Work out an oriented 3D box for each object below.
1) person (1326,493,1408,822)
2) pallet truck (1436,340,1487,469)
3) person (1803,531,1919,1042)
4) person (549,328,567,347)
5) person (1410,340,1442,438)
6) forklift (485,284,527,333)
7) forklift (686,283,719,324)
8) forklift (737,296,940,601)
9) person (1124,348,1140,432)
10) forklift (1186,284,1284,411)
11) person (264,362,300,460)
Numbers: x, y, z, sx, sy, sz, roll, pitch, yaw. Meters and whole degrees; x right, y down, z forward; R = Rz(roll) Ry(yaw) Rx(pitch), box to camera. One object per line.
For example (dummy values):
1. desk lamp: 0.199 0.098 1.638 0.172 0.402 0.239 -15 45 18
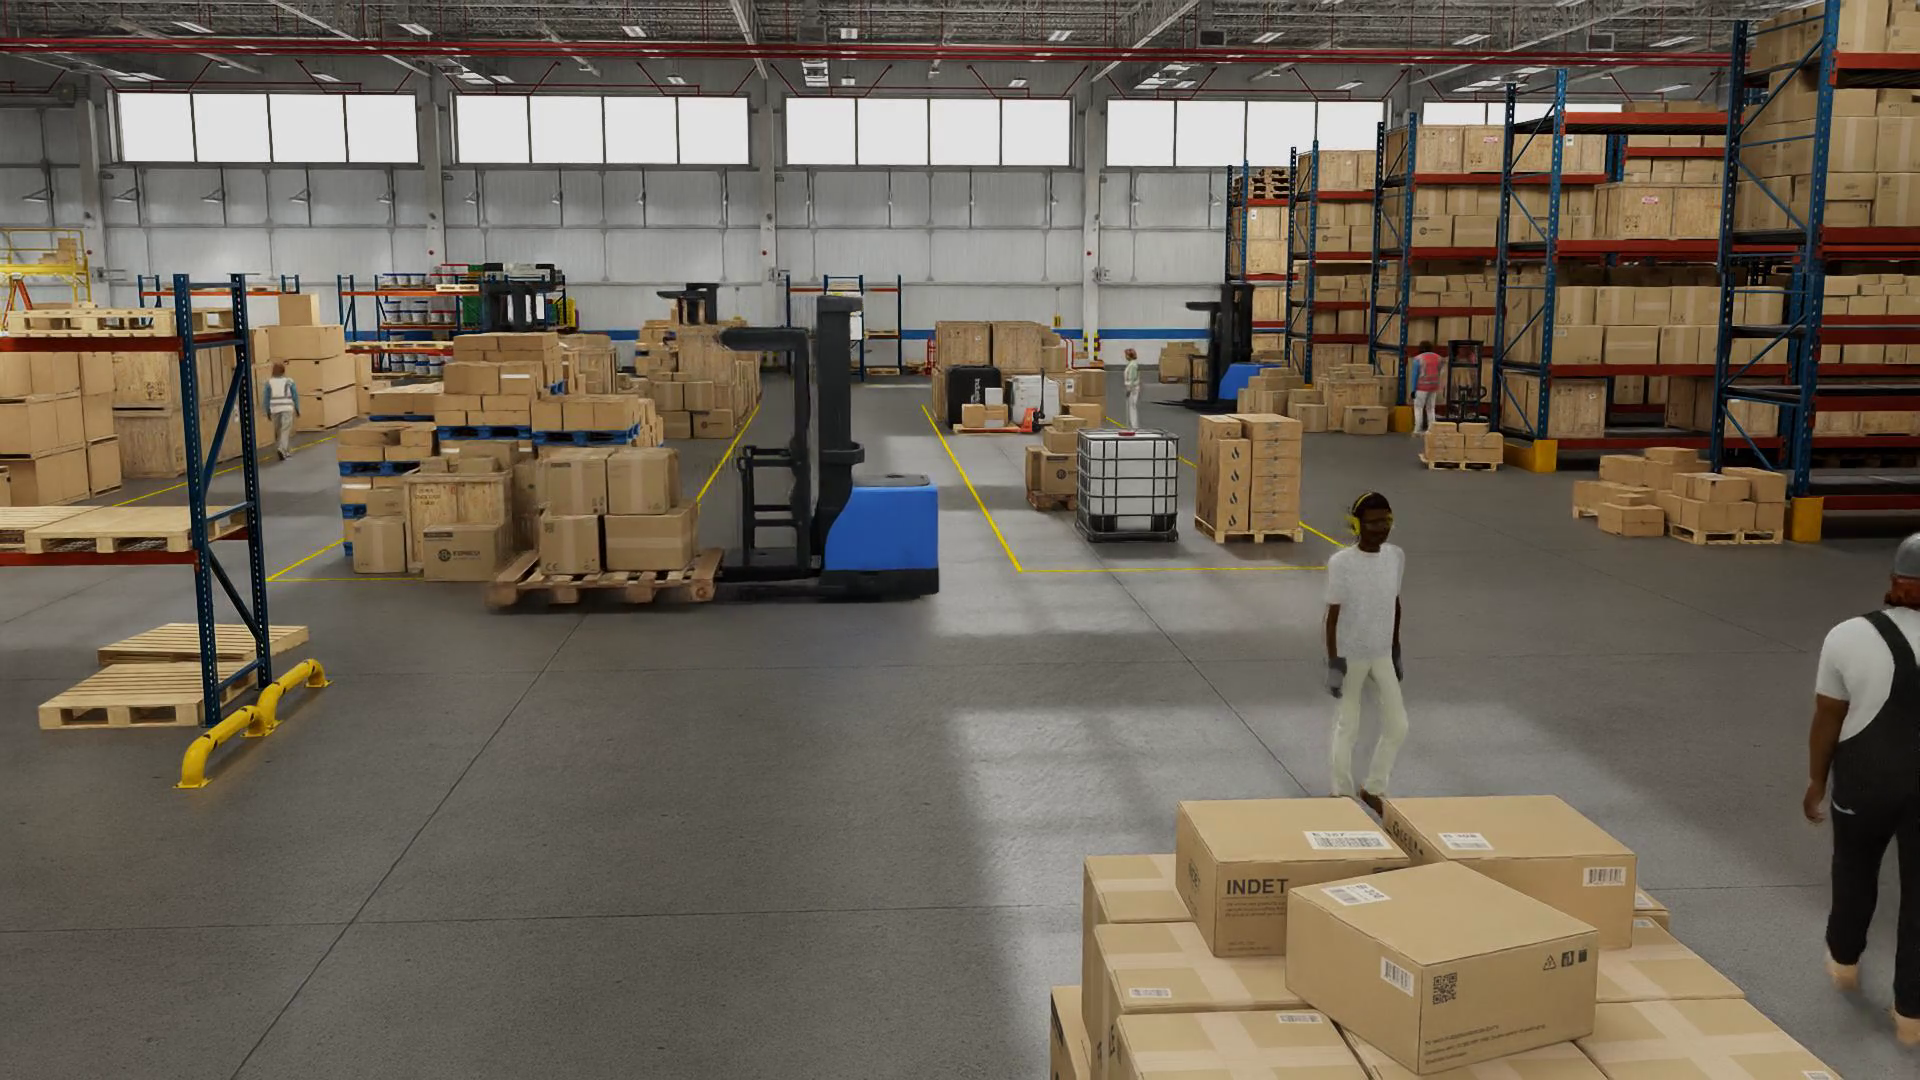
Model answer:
1. person: 2.247 0.659 9.093 0.569 1.850 0.576 -3 10 -20
2. pallet truck: 8.004 -2.170 26.422 0.823 1.965 1.885 2 9 14
3. person: 3.871 0.932 6.805 0.713 2.000 0.894 5 10 28
4. person: -8.426 -3.440 34.602 0.637 1.938 0.370 1 9 6
5. person: 8.647 -2.803 30.943 0.637 1.825 0.432 -3 10 -20
6. forklift: -10.012 -4.269 36.839 1.129 2.768 1.873 5 10 30
7. forklift: -6.482 -5.100 42.051 1.129 2.768 1.873 8 12 42
8. forklift: -1.153 -0.894 15.644 1.873 2.768 1.129 -1 9 -4
9. person: 3.290 -2.848 31.818 0.314 1.634 0.541 -1 9 -4
10. forklift: 6.115 -4.245 36.687 1.873 2.768 1.129 8 12 40
11. person: -11.164 -2.116 27.321 0.518 1.606 0.785 0 9 0
